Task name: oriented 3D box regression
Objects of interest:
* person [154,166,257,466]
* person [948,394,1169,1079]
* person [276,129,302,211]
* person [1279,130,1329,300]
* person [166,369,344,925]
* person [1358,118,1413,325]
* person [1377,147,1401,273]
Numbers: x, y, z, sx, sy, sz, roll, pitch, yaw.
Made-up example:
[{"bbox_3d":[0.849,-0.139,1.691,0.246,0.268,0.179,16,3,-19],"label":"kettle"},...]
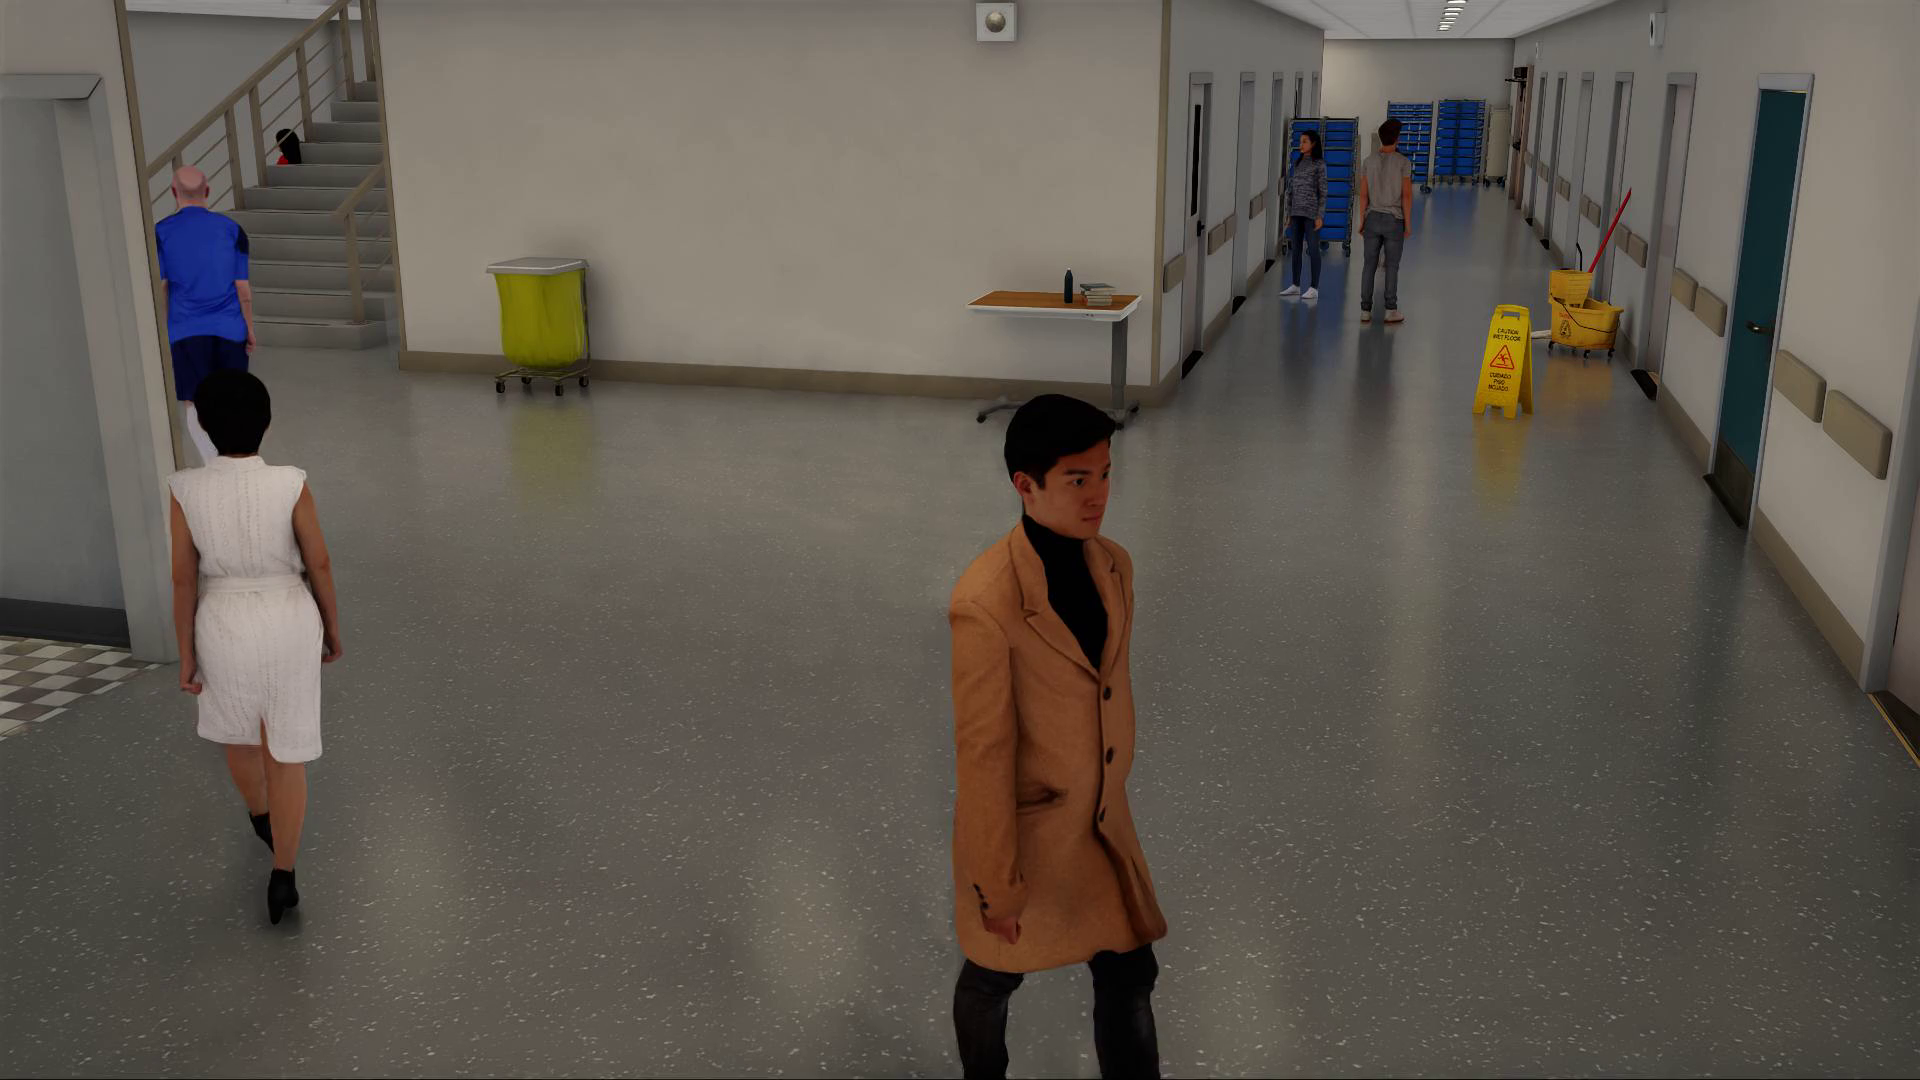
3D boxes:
[{"bbox_3d":[-4.089,-1.086,9.048,1.180,1.810,1.225,-10,18,-31],"label":"person"},{"bbox_3d":[0.117,0.533,3.415,1.012,1.708,1.028,-14,21,-40],"label":"person"},{"bbox_3d":[-6.920,-3.389,17.330,0.702,1.748,0.583,2,16,7],"label":"person"},{"bbox_3d":[3.653,-3.434,17.520,0.719,1.732,0.692,-12,20,-36],"label":"person"},{"bbox_3d":[-1.933,0.323,4.566,0.829,1.529,0.970,-4,16,-15],"label":"person"},{"bbox_3d":[4.019,-3.022,15.751,0.706,1.899,0.644,9,18,28],"label":"person"},{"bbox_3d":[5.084,-3.934,19.778,0.602,1.470,0.630,2,16,8],"label":"person"}]
